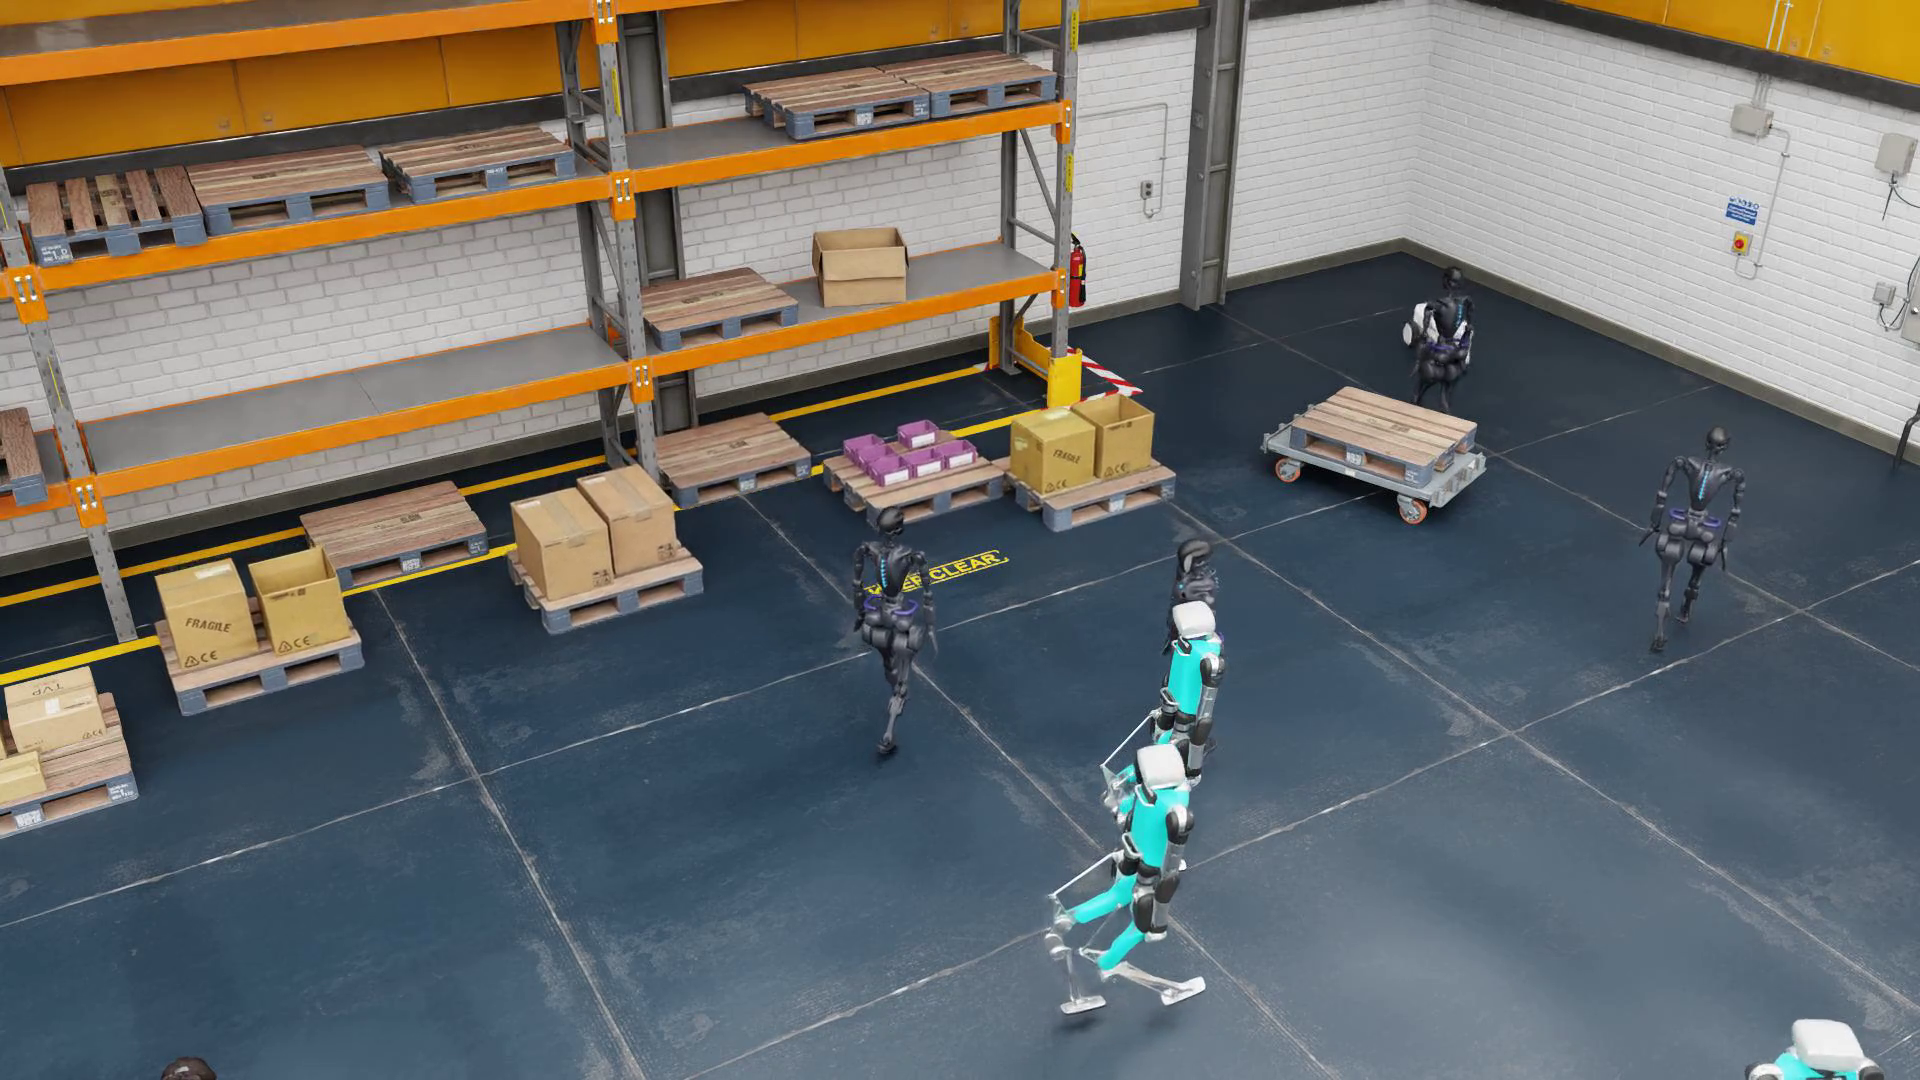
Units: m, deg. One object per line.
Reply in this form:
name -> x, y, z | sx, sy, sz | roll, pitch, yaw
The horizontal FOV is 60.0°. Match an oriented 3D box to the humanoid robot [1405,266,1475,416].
humanoid robot -> 4.132, -1.579, 14.370 | 0.593, 1.623, 0.716 | -12, 32, -21

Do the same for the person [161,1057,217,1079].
person -> -2.805, 2.750, 6.467 | 0.533, 1.881, 0.413 | -13, 32, -22

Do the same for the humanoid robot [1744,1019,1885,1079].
humanoid robot -> 3.382, 2.808, 6.556 | 0.544, 1.735, 0.997 | -2, 30, -4

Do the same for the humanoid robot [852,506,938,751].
humanoid robot -> -0.455, 0.542, 10.624 | 0.601, 1.642, 0.740 | 11, 31, 18

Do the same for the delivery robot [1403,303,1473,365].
delivery robot -> 4.730, -2.062, 16.323 | 0.499, 0.584, 0.783 | -5, 30, -9

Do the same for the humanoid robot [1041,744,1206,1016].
humanoid robot -> 0.785, 1.793, 8.320 | 1.013, 1.741, 0.564 | -8, 30, -14

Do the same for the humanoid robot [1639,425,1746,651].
humanoid robot -> 5.112, -0.054, 11.668 | 0.590, 1.627, 0.735 | 15, 33, 24

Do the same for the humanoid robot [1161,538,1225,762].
humanoid robot -> 1.452, 0.691, 10.316 | 0.355, 1.639, 0.611 | -9, 31, -15

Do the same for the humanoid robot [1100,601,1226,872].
humanoid robot -> 1.062, 1.138, 9.332 | 0.735, 1.677, 0.533 | -8, 30, -14
